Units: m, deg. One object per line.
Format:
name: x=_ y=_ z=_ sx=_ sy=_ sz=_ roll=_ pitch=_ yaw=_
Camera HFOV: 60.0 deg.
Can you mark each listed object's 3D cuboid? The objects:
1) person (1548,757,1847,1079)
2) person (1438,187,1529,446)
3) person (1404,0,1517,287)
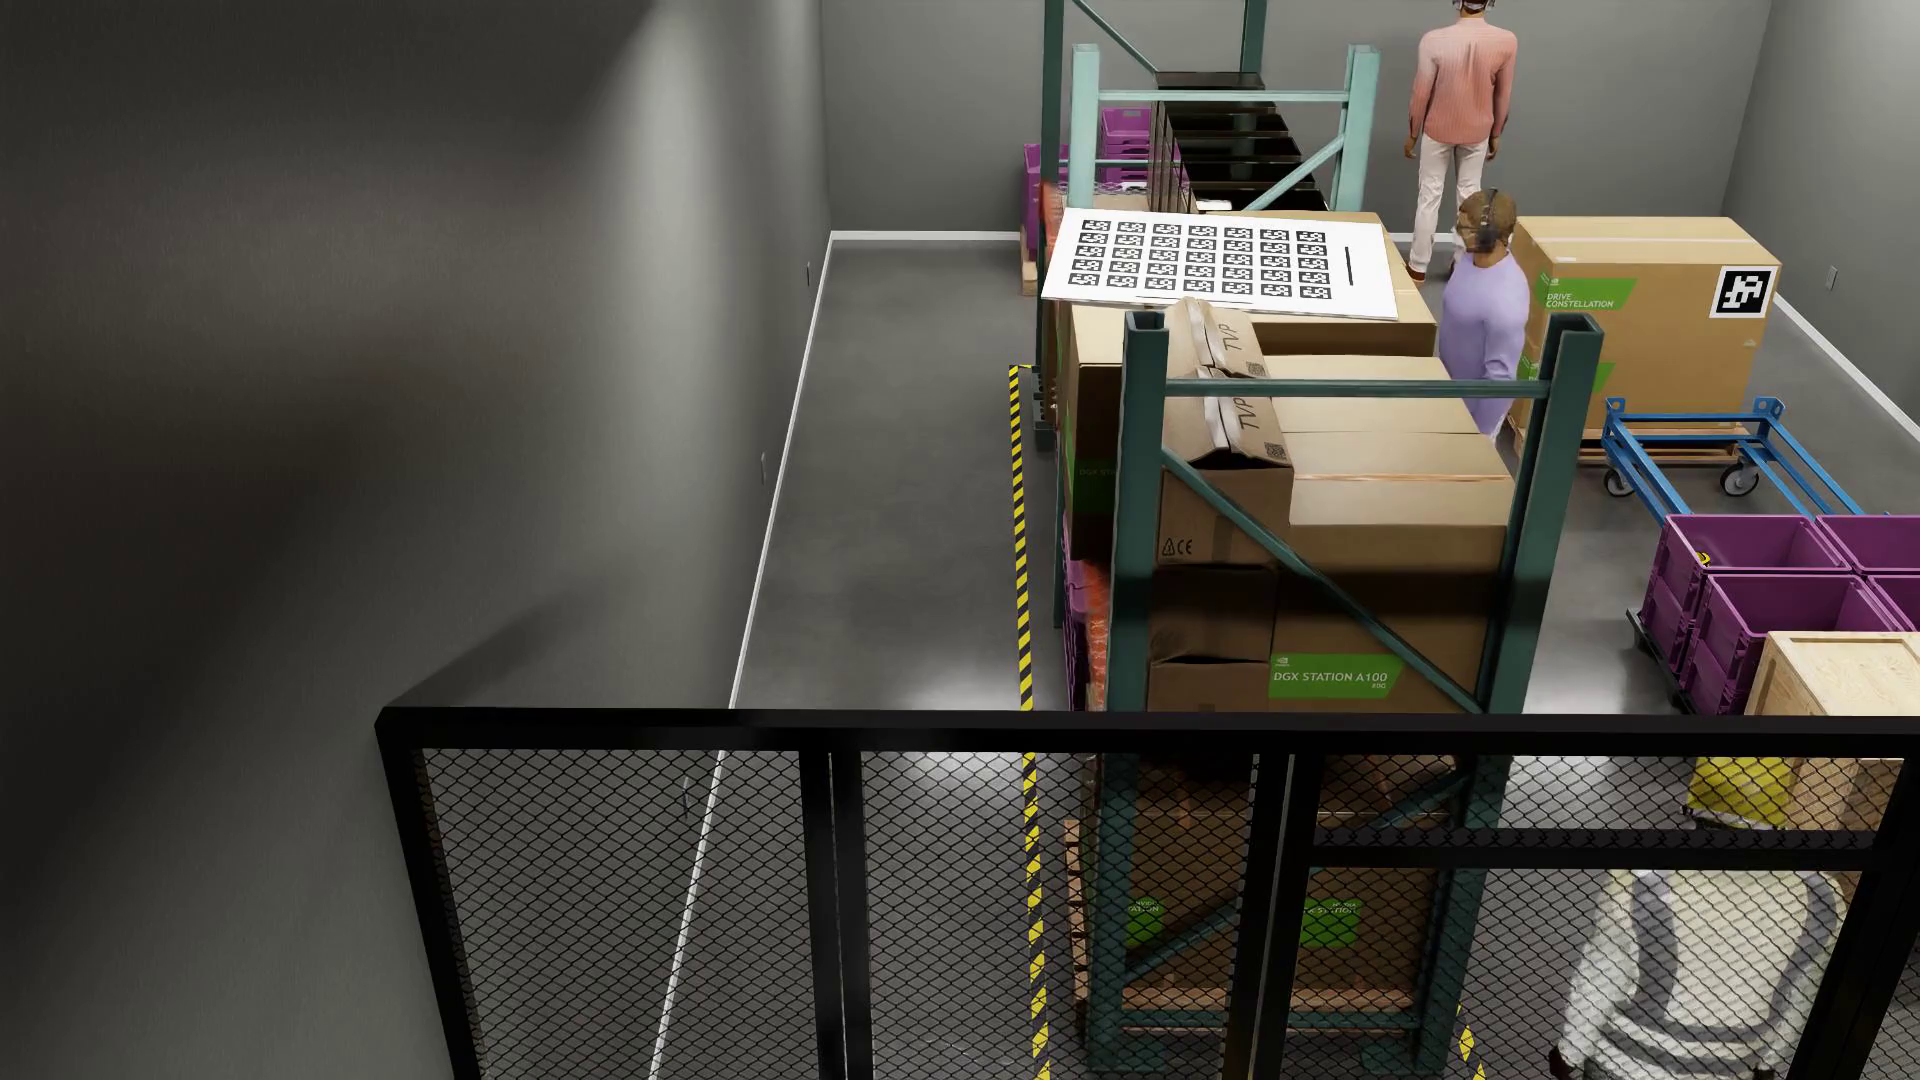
person: x=1.802 y=1.262 z=4.227 sx=0.592 sy=1.825 sz=0.404 roll=1 pitch=31 yaw=2
person: x=2.186 y=-0.582 z=7.192 sx=0.373 sy=1.933 sz=0.641 roll=1 pitch=31 yaw=2
person: x=3.098 y=-2.570 z=10.430 sx=0.612 sy=1.994 sz=0.395 roll=1 pitch=31 yaw=2
